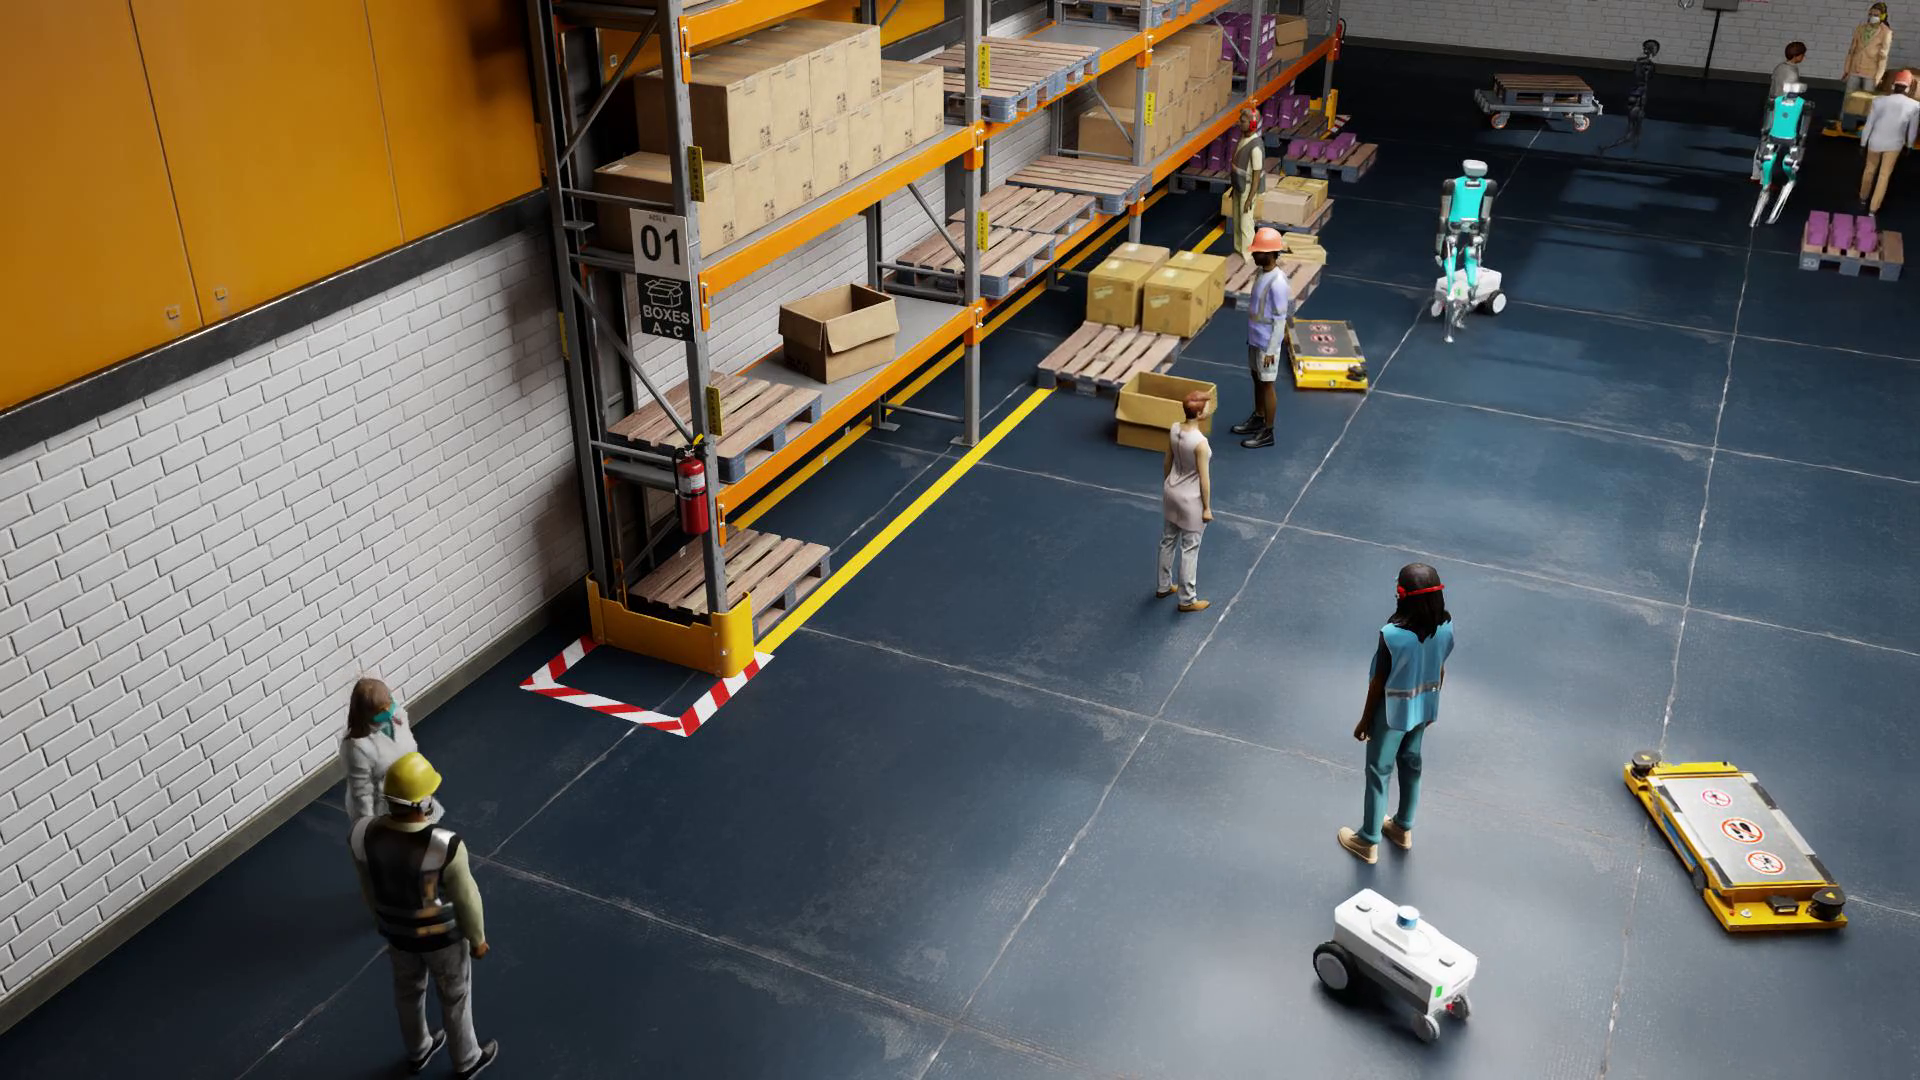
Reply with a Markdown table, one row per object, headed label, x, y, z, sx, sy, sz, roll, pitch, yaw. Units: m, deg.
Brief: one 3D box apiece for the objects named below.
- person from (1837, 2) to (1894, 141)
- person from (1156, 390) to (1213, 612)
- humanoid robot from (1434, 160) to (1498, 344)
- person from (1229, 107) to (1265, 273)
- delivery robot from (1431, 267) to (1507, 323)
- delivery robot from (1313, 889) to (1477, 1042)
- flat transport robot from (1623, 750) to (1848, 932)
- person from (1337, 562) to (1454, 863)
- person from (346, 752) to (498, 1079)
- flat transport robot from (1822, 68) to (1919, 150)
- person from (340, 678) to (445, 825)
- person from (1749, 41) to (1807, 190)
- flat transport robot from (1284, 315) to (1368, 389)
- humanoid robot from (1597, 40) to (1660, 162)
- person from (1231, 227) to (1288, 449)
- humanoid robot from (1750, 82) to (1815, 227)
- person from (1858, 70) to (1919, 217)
| label | x | y | z | sx | sy | sz | roll | pitch | yaw |
| --- | --- | --- | --- | --- | --- | --- | --- | --- | --- |
| person | 12.589 | -6.522 | 23.148 | 0.390 | 1.868 | 0.552 | -19 | 34 | -31 |
| person | 1.610 | -0.283 | 11.784 | 0.272 | 1.659 | 0.464 | -17 | 33 | -28 |
| humanoid robot | 5.006 | -2.795 | 16.402 | 0.556 | 1.782 | 0.861 | -2 | 28 | -3 |
| person | 3.100 | -3.777 | 18.066 | 0.391 | 1.849 | 0.563 | -5 | 29 | -9 |
| delivery robot | 5.271 | -2.579 | 17.229 | 0.812 | 0.614 | 0.499 | -19 | 34 | -31 |
| delivery robot | 2.244 | 2.112 | 8.479 | 0.499 | 0.565 | 0.745 | -21 | 35 | -34 |
| flat transport robot | 4.428 | 1.706 | 9.565 | 0.659 | 0.231 | 1.431 | -1 | 28 | -3 |
| person | 2.449 | 0.971 | 9.257 | 0.504 | 1.862 | 0.395 | -14 | 31 | -24 |
| person | -2.488 | 1.787 | 7.787 | 0.595 | 1.819 | 0.404 | 6 | 29 | 12 |
| flat transport robot | 12.960 | -5.718 | 23.330 | 1.431 | 0.231 | 0.659 | 22 | 35 | 35 |
| person | -2.991 | 1.389 | 8.712 | 0.391 | 1.640 | 0.514 | 13 | 31 | 23 |
| person | 10.368 | -5.362 | 21.027 | 0.365 | 1.832 | 0.503 | 0 | 28 | 0 |
| flat transport robot | 3.522 | -1.821 | 16.106 | 0.659 | 0.231 | 1.431 | 2 | 28 | 4 |
| humanoid robot | 8.901 | -5.820 | 22.065 | 0.668 | 1.634 | 0.612 | 5 | 29 | 9 |
| person | 2.562 | -1.717 | 14.156 | 0.374 | 1.935 | 0.548 | -3 | 29 | -6 |
| humanoid robot | 9.700 | -4.503 | 19.585 | 0.539 | 1.838 | 0.746 | 22 | 35 | 35 |
| person | 11.248 | -4.828 | 20.167 | 0.588 | 1.698 | 0.911 | 15 | 32 | 26 |
